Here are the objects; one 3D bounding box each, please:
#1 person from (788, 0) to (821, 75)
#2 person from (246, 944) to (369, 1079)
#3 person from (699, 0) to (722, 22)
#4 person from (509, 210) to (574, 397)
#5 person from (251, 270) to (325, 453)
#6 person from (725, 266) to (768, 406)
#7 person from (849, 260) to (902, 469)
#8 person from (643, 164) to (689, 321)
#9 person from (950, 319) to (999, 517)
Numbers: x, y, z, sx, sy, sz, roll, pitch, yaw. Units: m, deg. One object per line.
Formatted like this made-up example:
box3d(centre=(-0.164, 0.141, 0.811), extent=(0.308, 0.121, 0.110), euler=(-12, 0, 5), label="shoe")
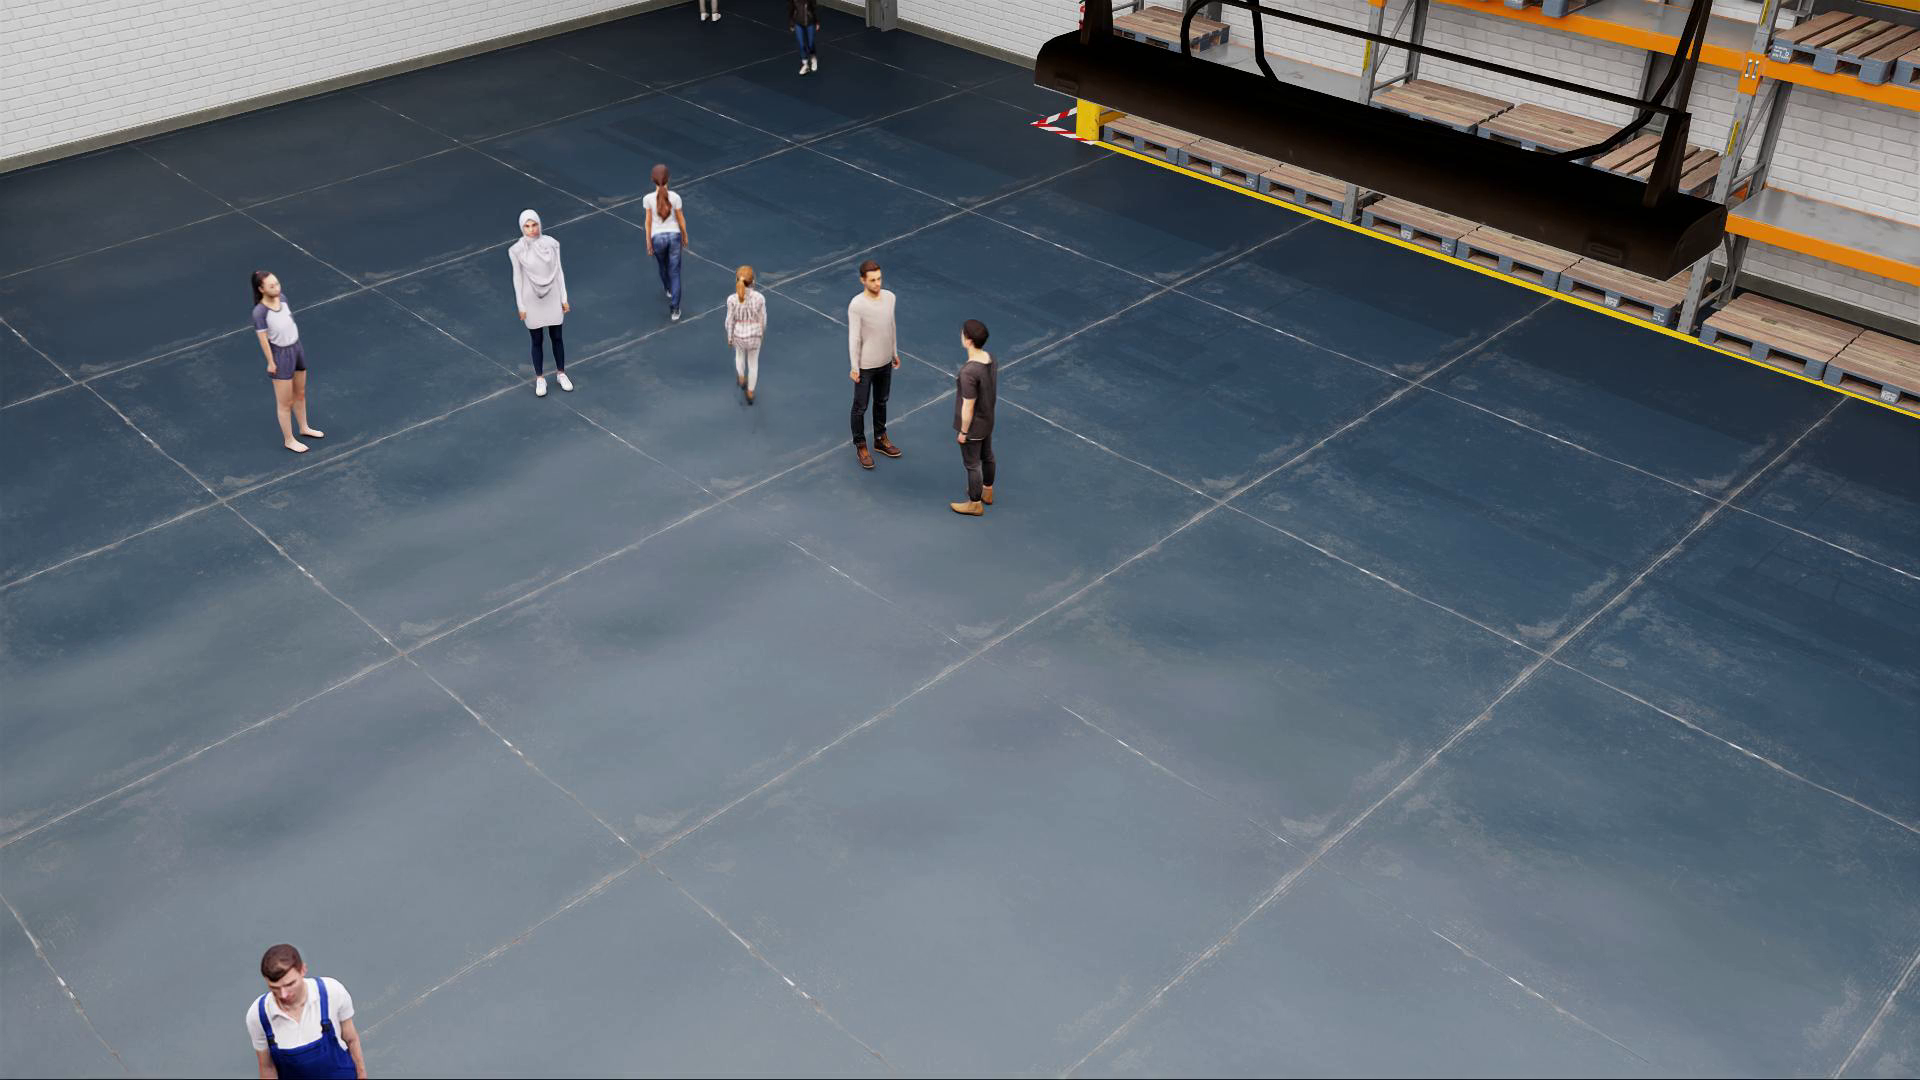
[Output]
box3d(centre=(-2.142, -7.208, 23.084), extent=(0.730, 1.460, 0.791), euler=(4, 34, 6), label="person")
box3d(centre=(-3.068, 2.597, 7.979), extent=(0.700, 1.851, 0.687), euler=(-14, 36, -20), label="person")
box3d(centre=(-3.847, -8.623, 25.252), extent=(0.559, 1.415, 0.640), euler=(4, 34, 7), label="person")
box3d(centre=(-3.826, -2.185, 15.241), extent=(0.685, 1.775, 0.668), euler=(-14, 36, -19), label="person")
box3d(centre=(-5.870, -1.572, 14.432), extent=(0.670, 1.650, 0.668), euler=(8, 34, 12), label="person")
box3d(centre=(-1.932, -1.842, 15.165), extent=(0.754, 1.288, 0.828), euler=(-4, 34, -6), label="person")
box3d(centre=(-0.738, -1.526, 14.169), extent=(0.670, 1.866, 0.567), euler=(-25, 41, -33), label="person")
box3d(centre=(-2.931, -2.951, 16.625), extent=(0.978, 1.519, 1.079), euler=(-3, 34, -4), label="person")
box3d(centre=(0.138, -0.997, 13.507), extent=(0.624, 1.717, 0.665), euler=(19, 38, 26), label="person")
